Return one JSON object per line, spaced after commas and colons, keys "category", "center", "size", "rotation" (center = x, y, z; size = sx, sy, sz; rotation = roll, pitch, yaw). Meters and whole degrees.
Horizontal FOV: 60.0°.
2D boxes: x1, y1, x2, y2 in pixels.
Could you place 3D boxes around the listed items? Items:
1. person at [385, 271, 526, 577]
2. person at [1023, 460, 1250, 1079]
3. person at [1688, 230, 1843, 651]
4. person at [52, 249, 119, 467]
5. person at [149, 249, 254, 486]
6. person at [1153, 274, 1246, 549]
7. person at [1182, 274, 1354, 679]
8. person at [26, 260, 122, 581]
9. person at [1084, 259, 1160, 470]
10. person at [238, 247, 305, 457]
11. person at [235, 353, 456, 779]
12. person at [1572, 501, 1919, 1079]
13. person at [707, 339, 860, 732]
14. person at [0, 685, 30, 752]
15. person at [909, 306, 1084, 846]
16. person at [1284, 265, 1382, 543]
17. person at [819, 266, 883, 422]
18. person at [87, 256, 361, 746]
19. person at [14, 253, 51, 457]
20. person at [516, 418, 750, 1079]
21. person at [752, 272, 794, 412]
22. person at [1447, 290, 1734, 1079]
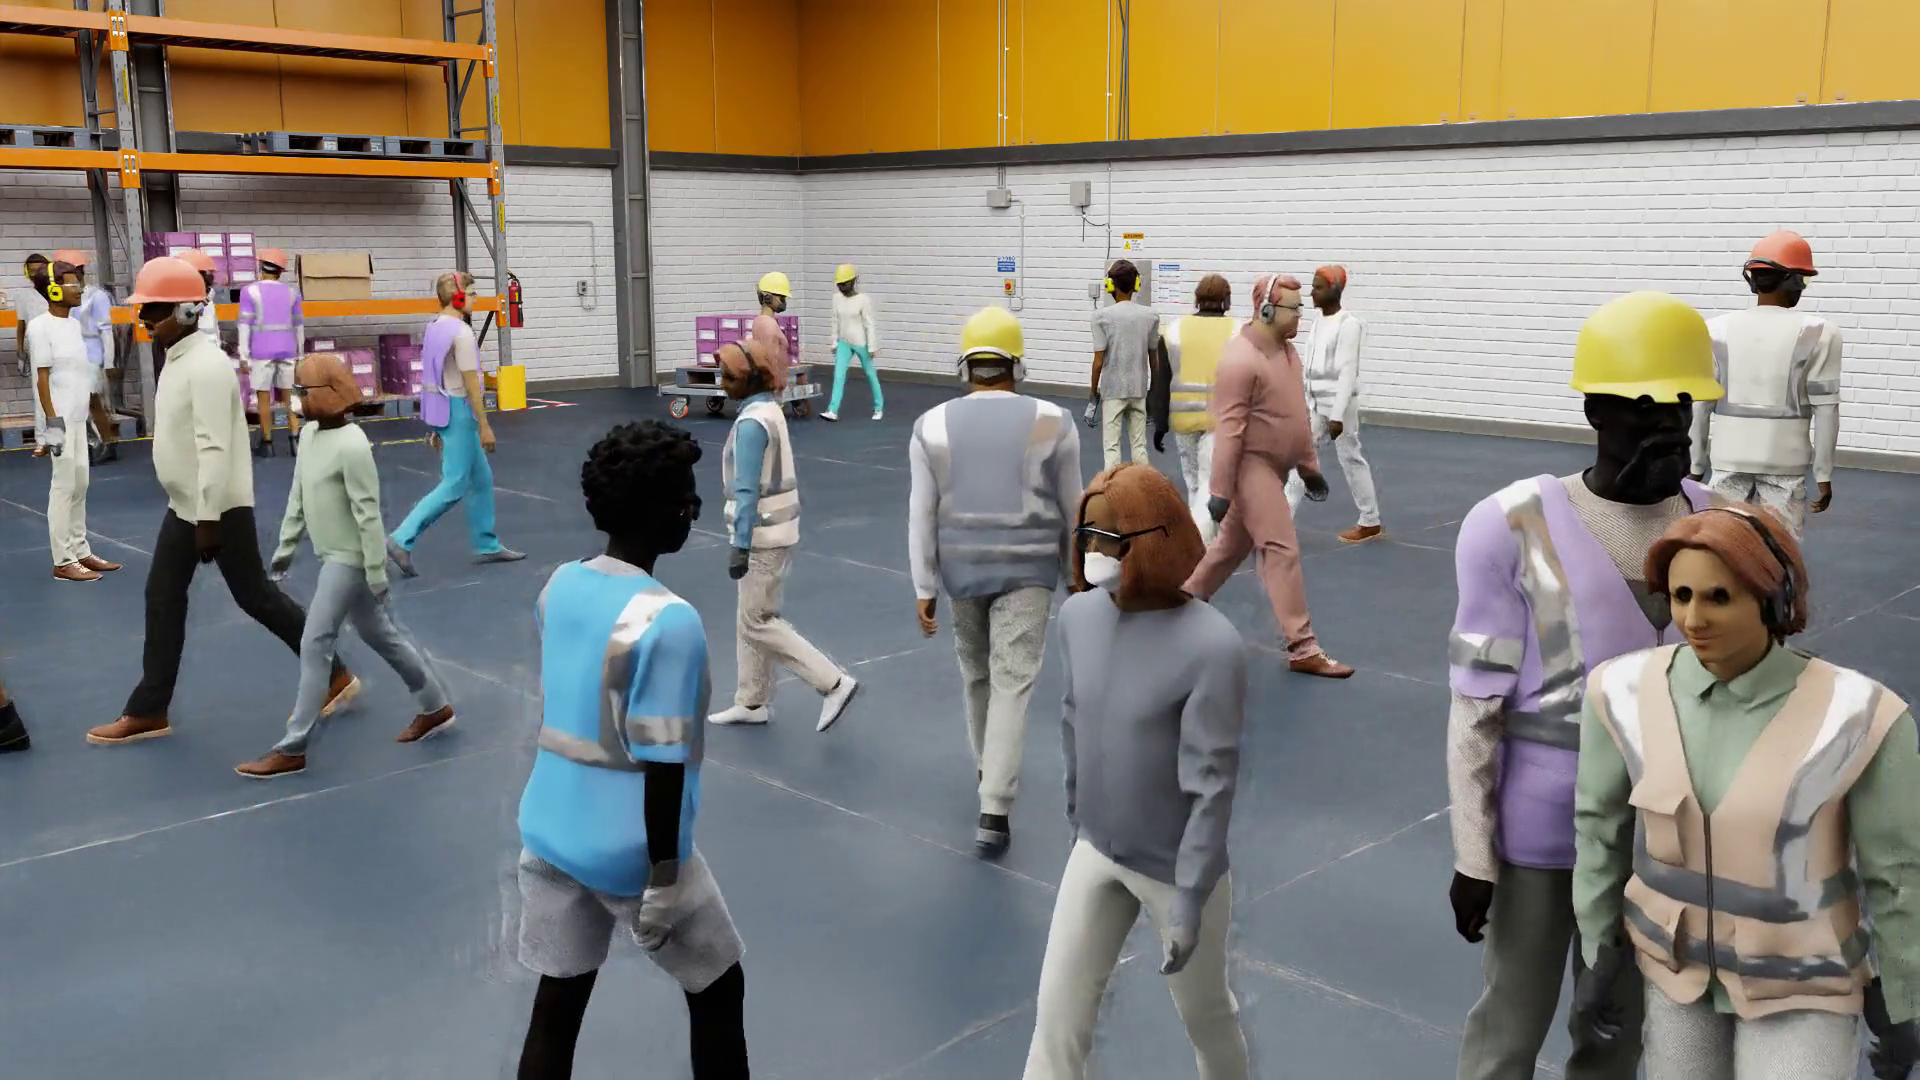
{"category": "person", "center": [-3.081, -0.699, 9.986], "size": [0.860, 1.815, 0.579], "rotation": [-6, 12, -31]}
{"category": "person", "center": [0.315, 0.646, 3.236], "size": [0.838, 1.587, 0.514], "rotation": [-9, 14, -41]}
{"category": "person", "center": [3.588, -0.350, 7.449], "size": [0.615, 2.039, 0.382], "rotation": [8, 13, 38]}
{"category": "person", "center": [-7.729, -1.569, 14.507], "size": [0.543, 1.896, 0.780], "rotation": [5, 12, 27]}
{"category": "person", "center": [-6.005, -1.314, 13.041], "size": [0.723, 1.923, 0.555], "rotation": [-10, 14, -42]}
{"category": "person", "center": [1.506, -0.706, 10.101], "size": [0.659, 1.796, 0.955], "rotation": [5, 11, 24]}
{"category": "person", "center": [1.379, -0.322, 7.833], "size": [1.009, 1.855, 0.638], "rotation": [6, 12, 28]}
{"category": "person", "center": [-5.244, -0.699, 9.812], "size": [0.328, 1.877, 0.514], "rotation": [-1, 10, -5]}
{"category": "person", "center": [1.081, -0.935, 11.130], "size": [0.518, 1.865, 0.328], "rotation": [-3, 11, -18]}
{"category": "person", "center": [-6.250, -1.691, 15.141], "size": [0.603, 1.906, 0.515], "rotation": [-10, 14, -44]}
{"category": "person", "center": [-2.352, 0.074, 6.375], "size": [0.871, 1.590, 0.511], "rotation": [-8, 13, -36]}
{"category": "person", "center": [1.261, 0.732, 2.703], "size": [0.445, 1.610, 0.517], "rotation": [-9, 14, -40]}
{"category": "person", "center": [-0.736, 0.001, 6.669], "size": [0.578, 1.619, 0.537], "rotation": [0, 10, 0]}
{"category": "person", "center": [-4.031, -0.013, 6.131], "size": [0.588, 1.860, 1.010], "rotation": [8, 13, 37]}
{"category": "person", "center": [0.131, 0.105, 5.690], "size": [0.586, 1.790, 0.946], "rotation": [2, 11, 13]}
{"category": "person", "center": [2.391, -0.858, 10.819], "size": [0.965, 1.831, 0.605], "rotation": [-3, 11, -17]}
{"category": "person", "center": [-1.181, -2.112, 18.037], "size": [0.532, 1.674, 0.989], "rotation": [6, 12, 28]}
{"category": "person", "center": [-2.994, -0.168, 6.739], "size": [1.028, 1.950, 0.628], "rotation": [-9, 13, -39]}
{"category": "person", "center": [-8.342, -1.679, 15.208], "size": [0.512, 1.860, 0.321], "rotation": [-2, 11, -12]}
{"category": "person", "center": [-0.604, 0.588, 3.351], "size": [0.549, 1.662, 0.748], "rotation": [10, 14, 44]}
{"category": "person", "center": [-1.351, -1.040, 11.989], "size": [0.328, 1.760, 0.523], "rotation": [-3, 11, -17]}
{"category": "person", "center": [1.154, 0.523, 3.001], "size": [0.584, 1.928, 0.374], "rotation": [-2, 11, -13]}
